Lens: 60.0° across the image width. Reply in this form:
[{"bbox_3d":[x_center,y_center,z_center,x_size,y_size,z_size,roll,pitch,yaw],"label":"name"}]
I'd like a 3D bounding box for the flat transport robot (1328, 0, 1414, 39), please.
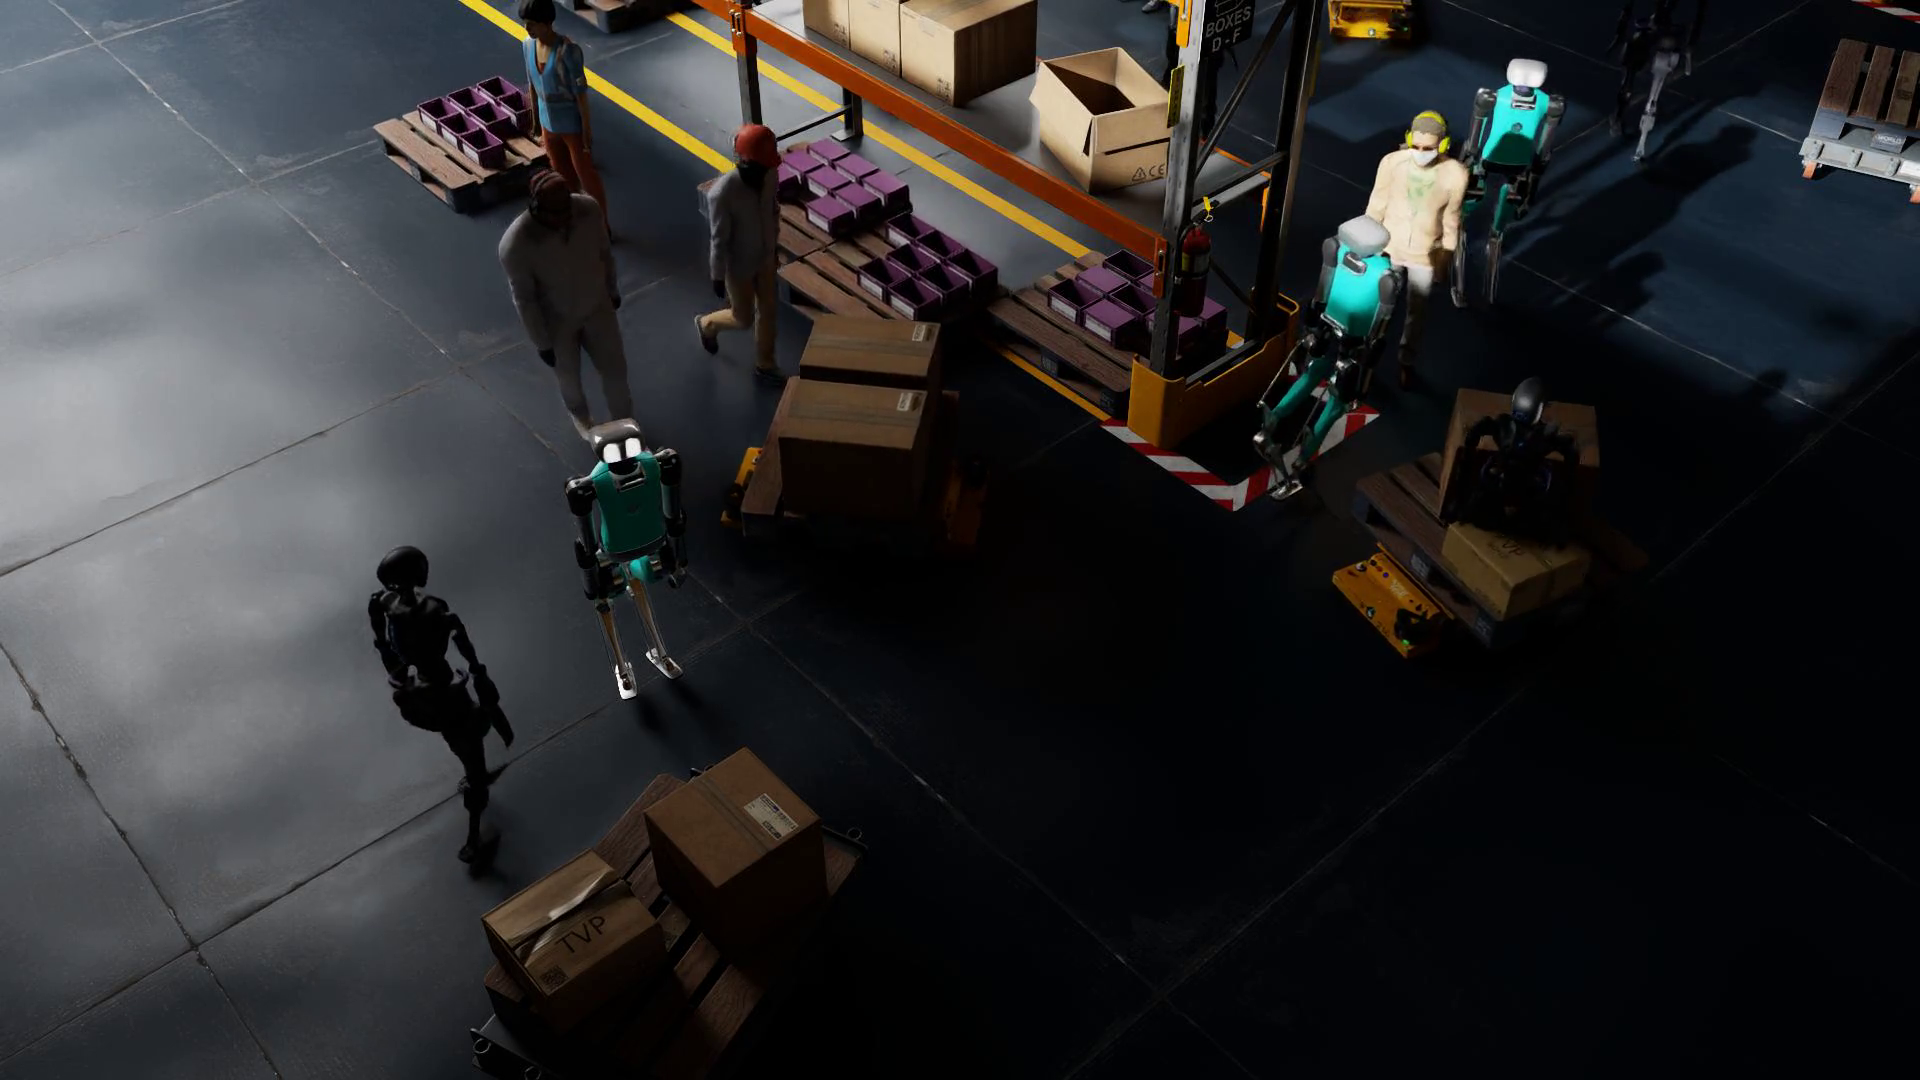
[{"bbox_3d":[3.465,-4.677,14.182,0.659,0.231,1.431,4,43,5],"label":"flat transport robot"}]

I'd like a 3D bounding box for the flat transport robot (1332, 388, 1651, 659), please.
[{"bbox_3d":[2.784,0.148,8.934,1.431,0.231,0.659,-19,46,-19],"label":"flat transport robot"}]

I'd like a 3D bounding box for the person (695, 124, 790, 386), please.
[{"bbox_3d":[-1.307,-1.704,9.877,0.606,1.710,0.606,28,50,27],"label":"person"}]

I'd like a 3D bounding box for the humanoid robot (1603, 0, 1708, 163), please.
[{"bbox_3d":[4.981,-3.549,11.953,0.613,1.637,0.767,12,44,13],"label":"humanoid robot"}]

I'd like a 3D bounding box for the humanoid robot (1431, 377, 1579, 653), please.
[{"bbox_3d":[2.720,-0.129,8.217,0.611,1.626,0.735,17,45,18],"label":"humanoid robot"}]

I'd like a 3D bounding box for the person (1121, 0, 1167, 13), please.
[{"bbox_3d":[1.630,-5.289,13.692,0.398,1.840,0.562,-31,51,-29],"label":"person"}]

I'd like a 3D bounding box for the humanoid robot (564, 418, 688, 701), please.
[{"bbox_3d":[-1.611,0.013,7.898,0.533,1.677,0.735,-21,47,-22],"label":"humanoid robot"}]

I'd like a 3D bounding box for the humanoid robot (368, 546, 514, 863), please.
[{"bbox_3d":[-2.259,0.680,7.331,0.615,1.631,0.607,16,45,16],"label":"humanoid robot"}]

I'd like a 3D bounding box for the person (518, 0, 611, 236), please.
[{"bbox_3d":[-2.636,-2.761,11.000,0.502,1.758,0.338,21,47,21],"label":"person"}]

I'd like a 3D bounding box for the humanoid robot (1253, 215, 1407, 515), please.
[{"bbox_3d":[1.876,-0.827,8.958,0.780,1.845,0.534,-24,48,-24],"label":"humanoid robot"}]

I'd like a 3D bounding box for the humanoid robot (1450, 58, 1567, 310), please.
[{"bbox_3d":[3.365,-2.254,10.484,0.543,1.815,0.669,7,43,8],"label":"humanoid robot"}]

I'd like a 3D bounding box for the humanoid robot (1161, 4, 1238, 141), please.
[{"bbox_3d":[1.679,-3.529,11.911,0.609,1.636,0.671,-19,46,-20],"label":"humanoid robot"}]

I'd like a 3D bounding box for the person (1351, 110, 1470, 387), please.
[{"bbox_3d":[2.619,-1.685,9.767,0.558,1.859,0.438,14,44,15],"label":"person"}]

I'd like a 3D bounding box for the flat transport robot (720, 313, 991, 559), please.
[{"bbox_3d":[-0.579,-0.268,9.387,1.431,0.231,0.659,6,43,6],"label":"flat transport robot"}]

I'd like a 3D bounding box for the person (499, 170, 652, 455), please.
[{"bbox_3d":[-2.107,-1.211,9.228,0.656,1.869,0.813,-25,48,-25],"label":"person"}]
